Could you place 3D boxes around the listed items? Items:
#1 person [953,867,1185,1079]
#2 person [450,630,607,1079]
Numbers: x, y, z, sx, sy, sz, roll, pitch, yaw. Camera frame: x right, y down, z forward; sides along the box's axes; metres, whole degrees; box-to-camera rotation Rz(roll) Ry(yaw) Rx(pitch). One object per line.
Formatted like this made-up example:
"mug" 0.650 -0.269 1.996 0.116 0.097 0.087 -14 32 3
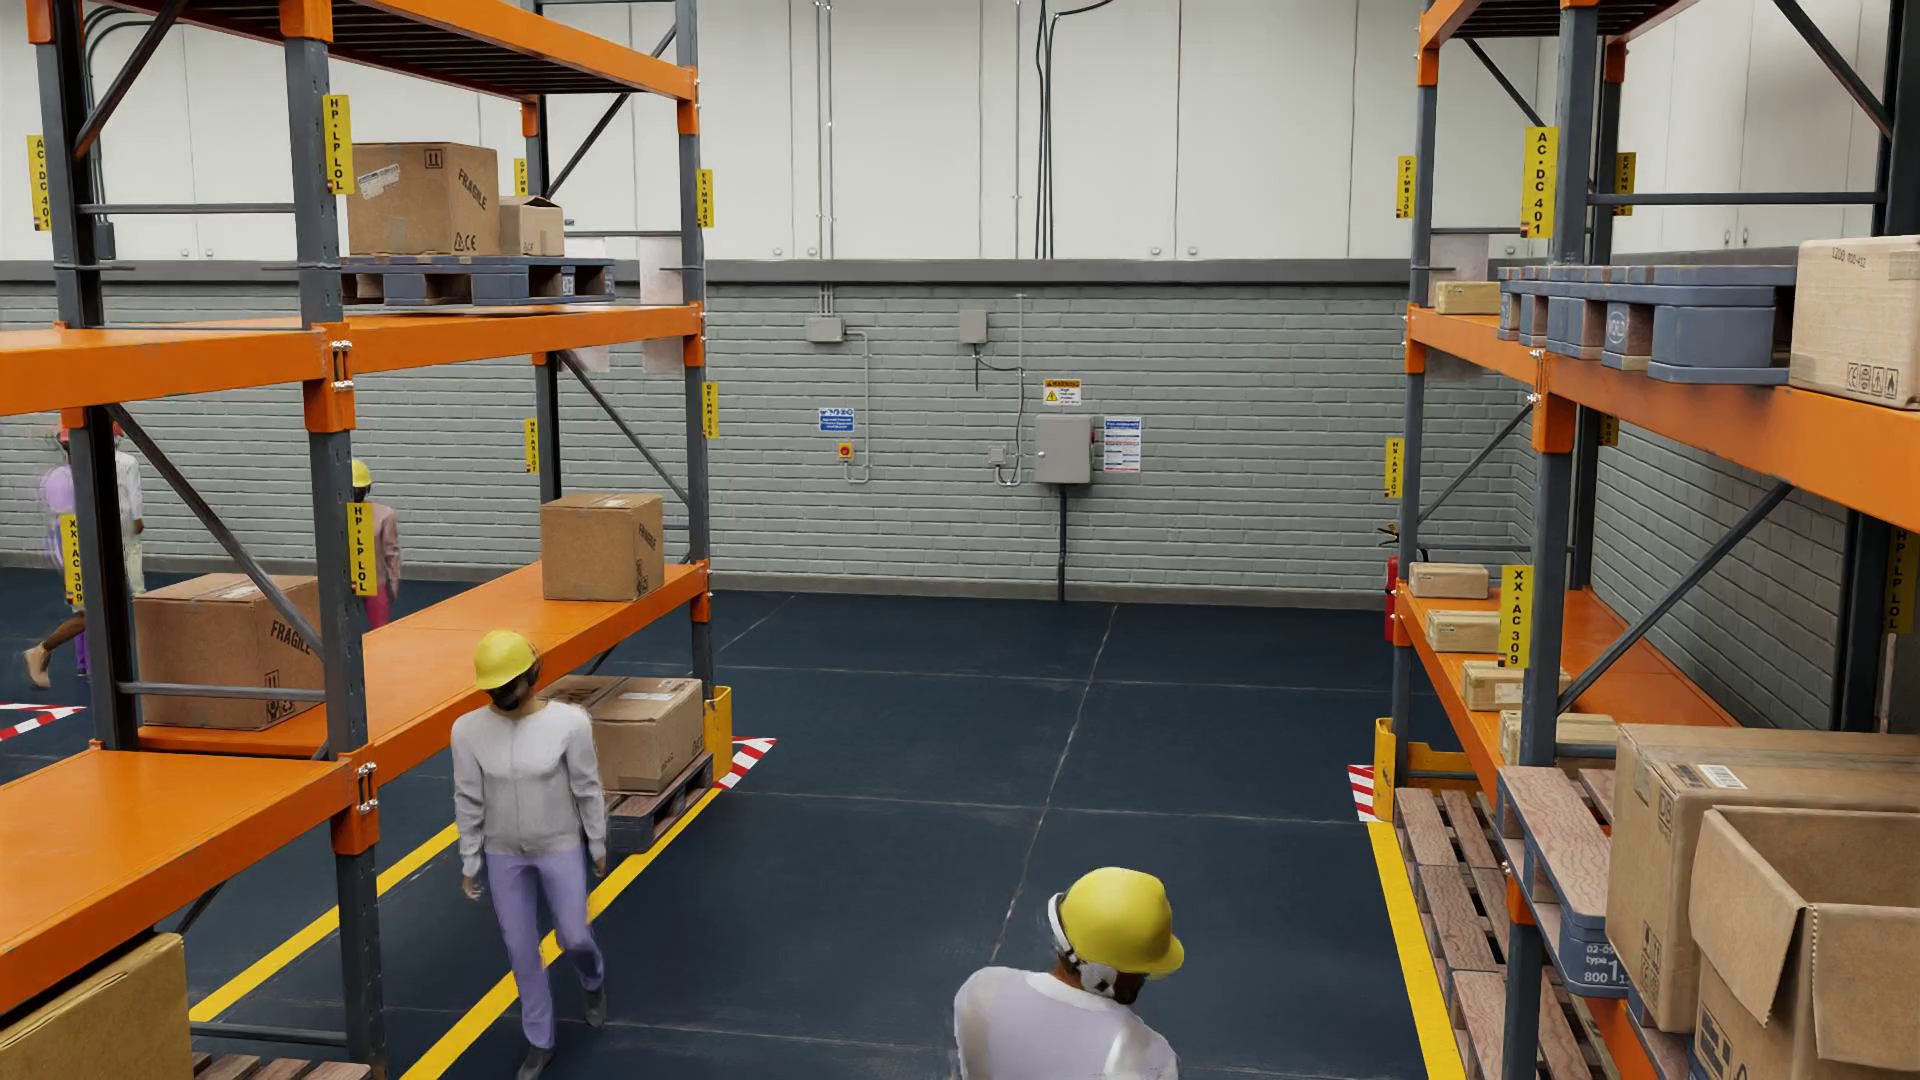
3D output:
"person" 0.245 1.555 3.765 0.577 1.775 0.857 4 10 24
"person" -1.608 1.158 6.279 0.538 1.742 0.549 0 9 -2
